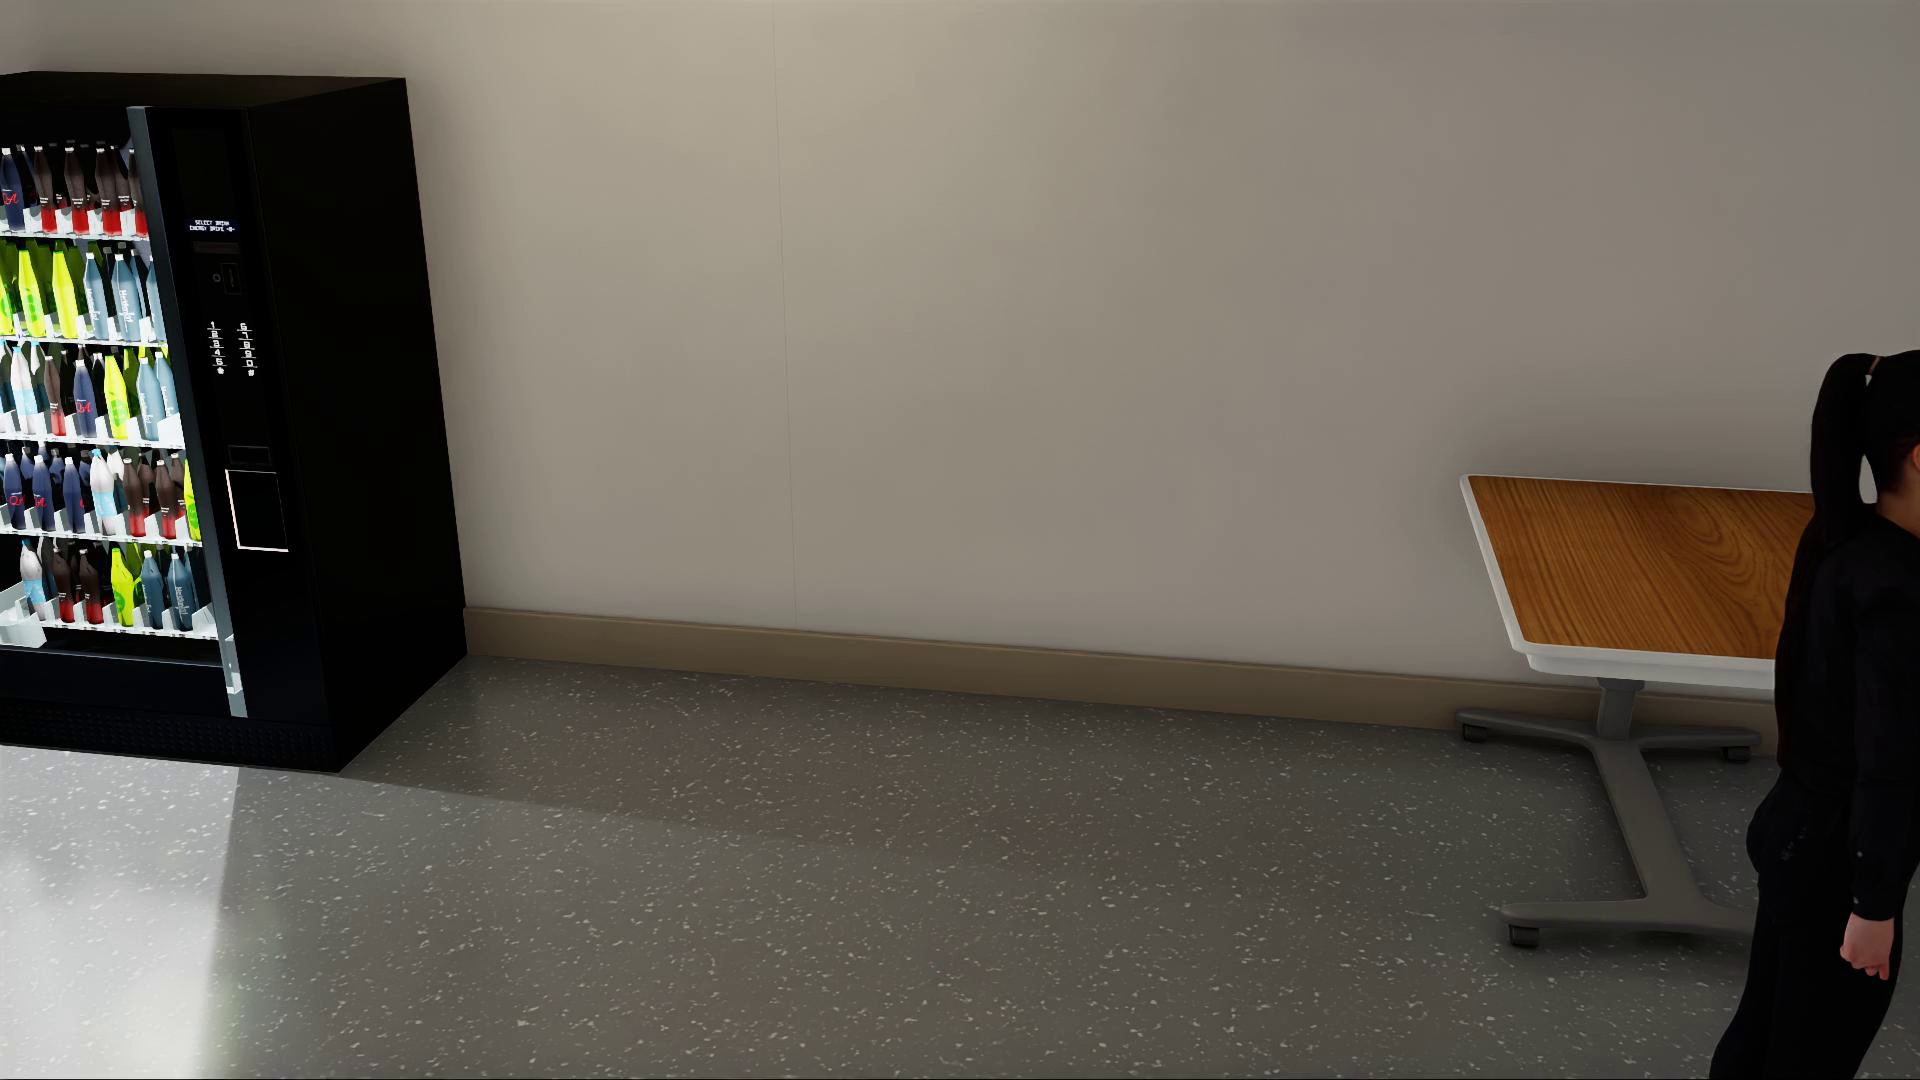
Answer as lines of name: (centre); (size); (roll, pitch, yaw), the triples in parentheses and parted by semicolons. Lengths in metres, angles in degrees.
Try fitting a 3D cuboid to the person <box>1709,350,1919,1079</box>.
person: (1.378, 0.528, 2.632); (0.522, 1.712, 0.599); (6, 22, 17)
